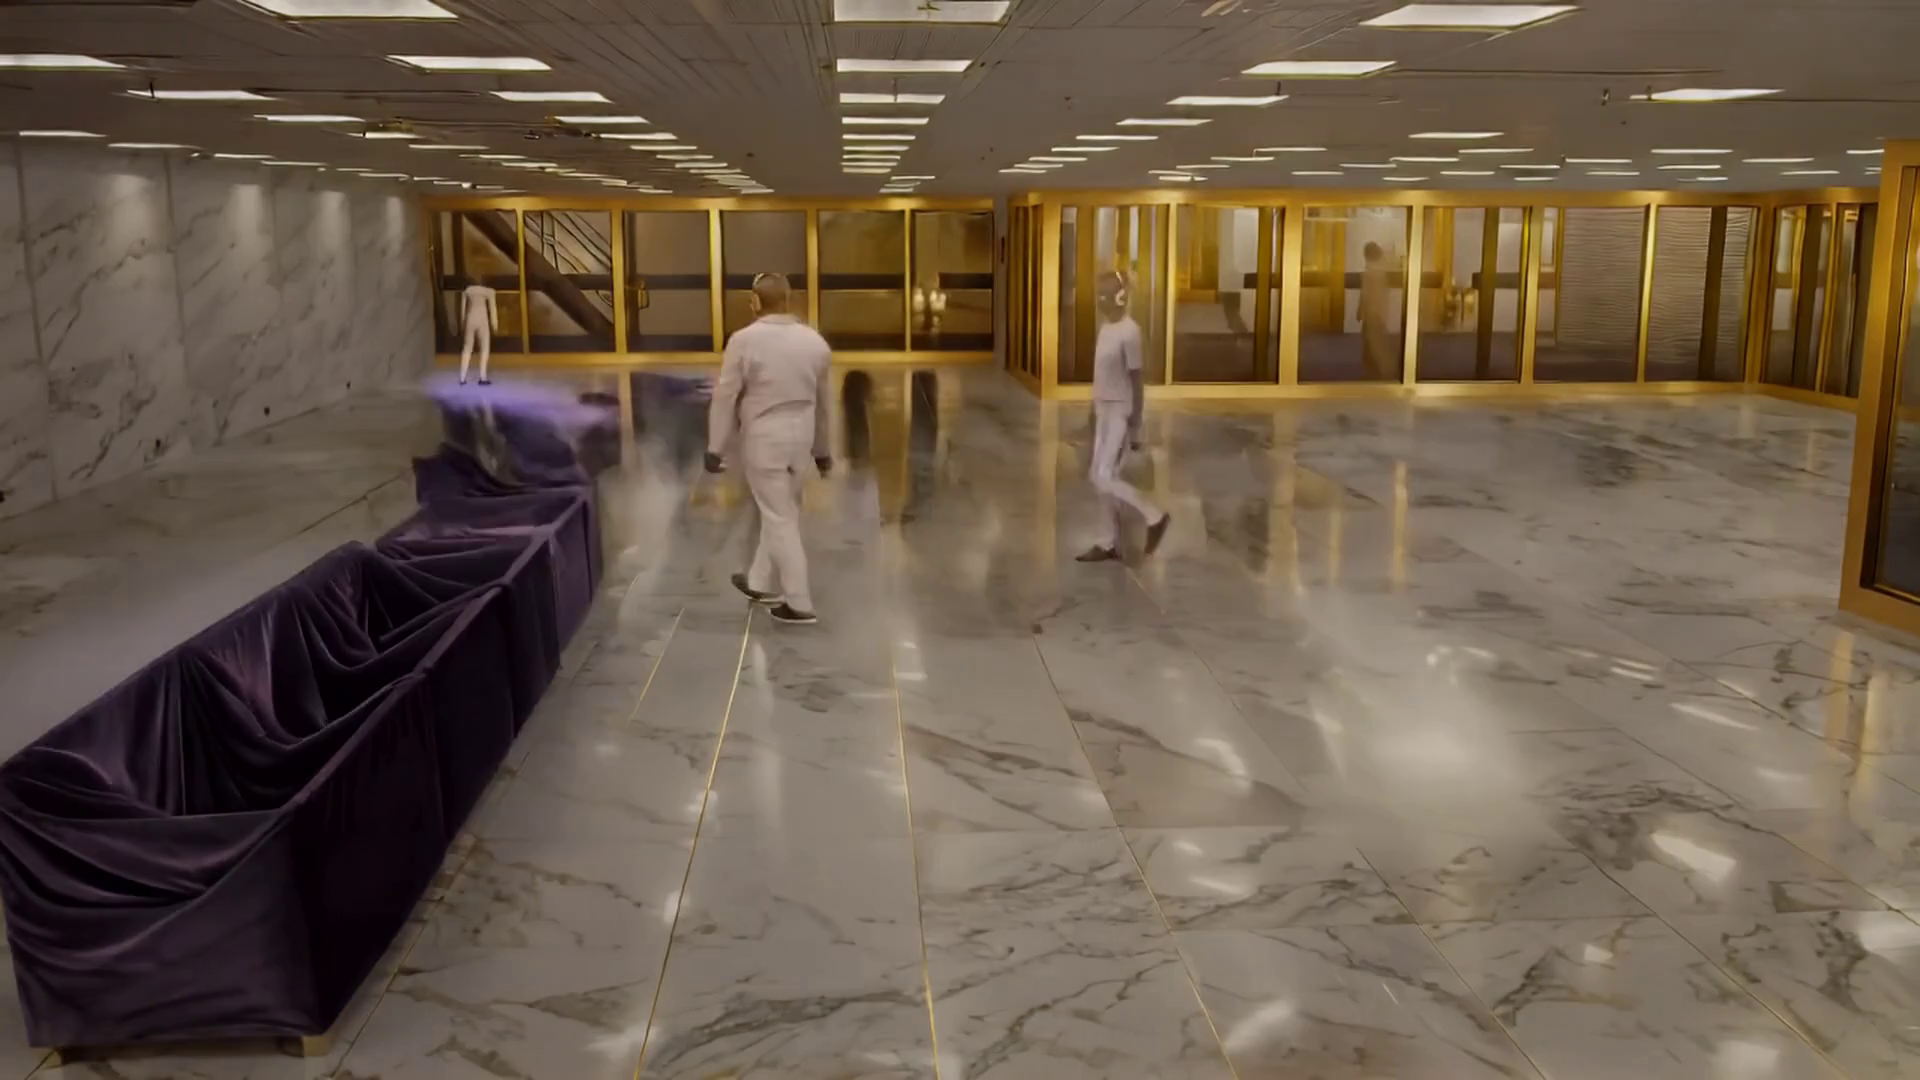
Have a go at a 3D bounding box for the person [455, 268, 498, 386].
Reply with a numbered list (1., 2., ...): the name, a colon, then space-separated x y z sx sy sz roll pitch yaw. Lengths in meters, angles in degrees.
1. person: -6.566 -2.879 22.547 0.570 1.594 0.542 4 11 22

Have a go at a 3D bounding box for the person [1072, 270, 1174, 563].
1. person: 1.012 -0.768 10.483 0.551 1.856 0.516 -3 11 -18

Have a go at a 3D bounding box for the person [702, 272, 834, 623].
1. person: -1.082 -0.511 9.070 0.933 1.862 0.642 10 14 43
